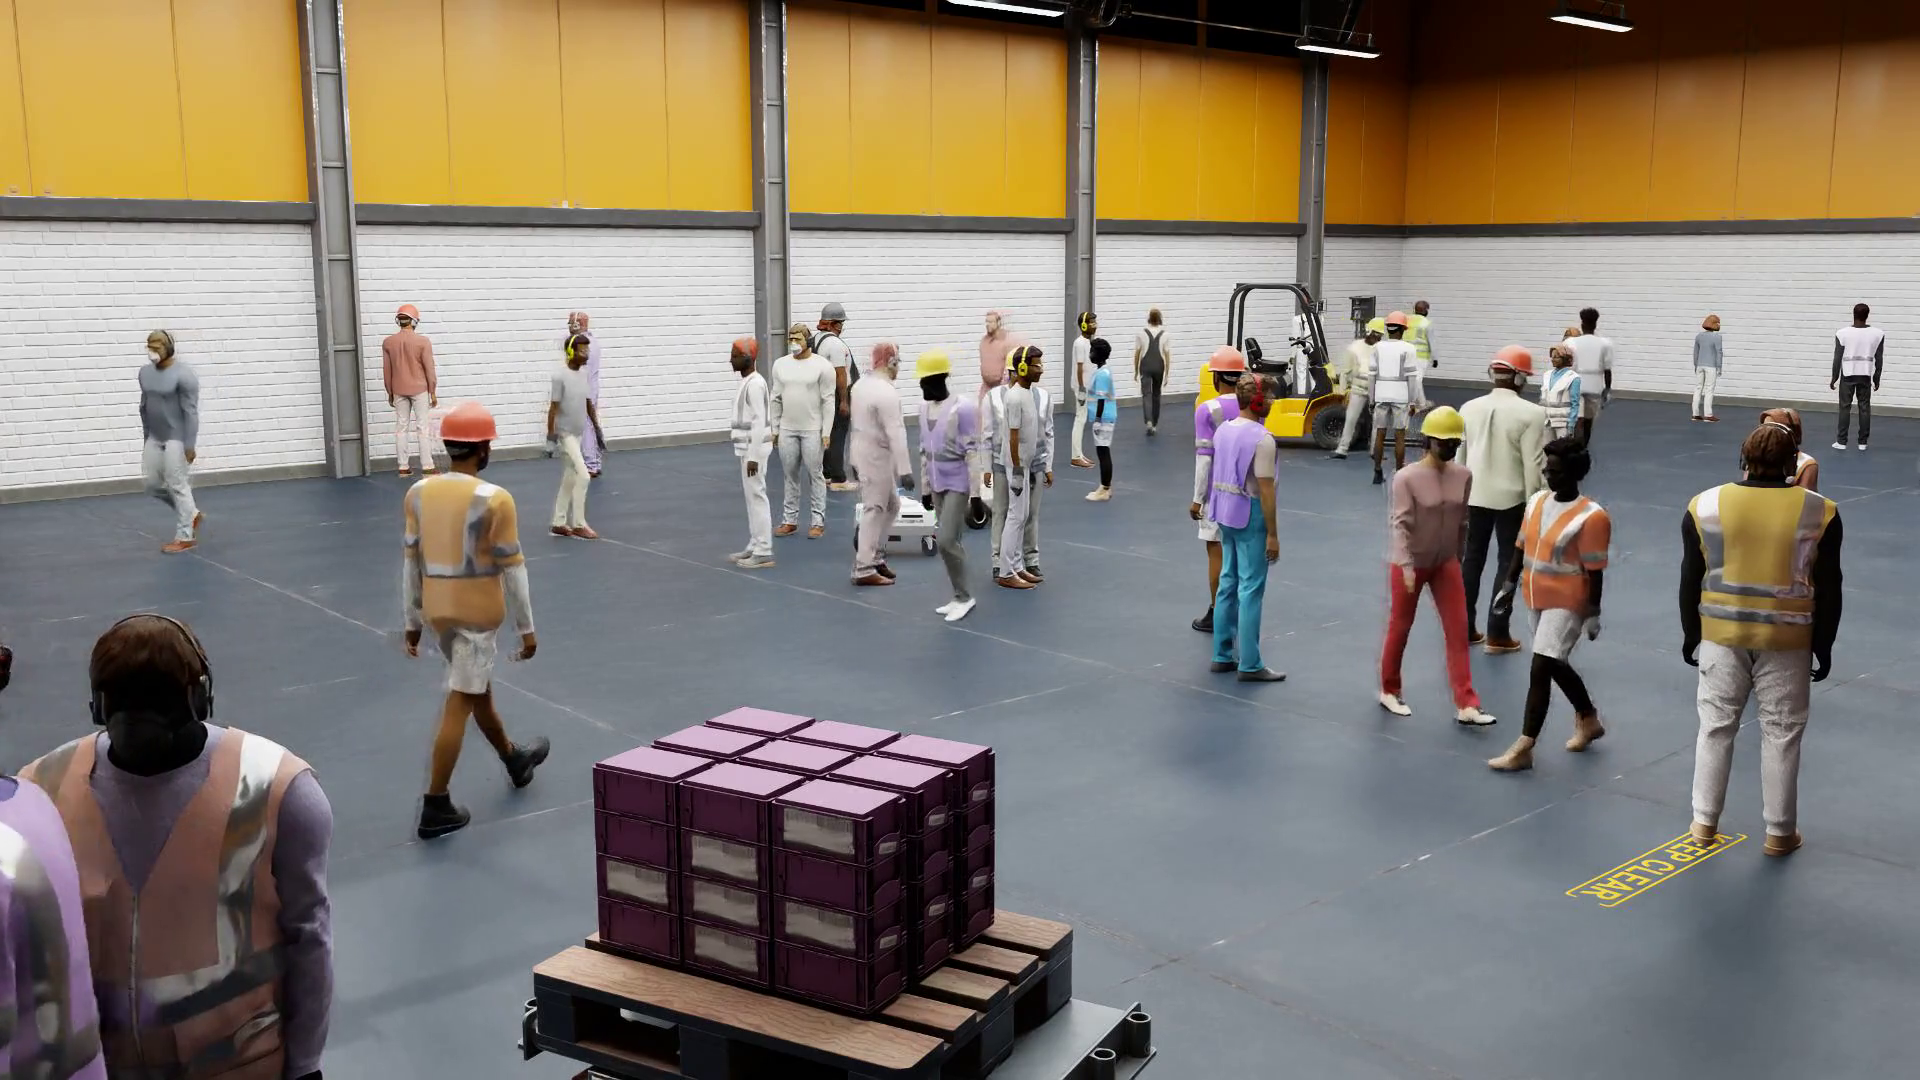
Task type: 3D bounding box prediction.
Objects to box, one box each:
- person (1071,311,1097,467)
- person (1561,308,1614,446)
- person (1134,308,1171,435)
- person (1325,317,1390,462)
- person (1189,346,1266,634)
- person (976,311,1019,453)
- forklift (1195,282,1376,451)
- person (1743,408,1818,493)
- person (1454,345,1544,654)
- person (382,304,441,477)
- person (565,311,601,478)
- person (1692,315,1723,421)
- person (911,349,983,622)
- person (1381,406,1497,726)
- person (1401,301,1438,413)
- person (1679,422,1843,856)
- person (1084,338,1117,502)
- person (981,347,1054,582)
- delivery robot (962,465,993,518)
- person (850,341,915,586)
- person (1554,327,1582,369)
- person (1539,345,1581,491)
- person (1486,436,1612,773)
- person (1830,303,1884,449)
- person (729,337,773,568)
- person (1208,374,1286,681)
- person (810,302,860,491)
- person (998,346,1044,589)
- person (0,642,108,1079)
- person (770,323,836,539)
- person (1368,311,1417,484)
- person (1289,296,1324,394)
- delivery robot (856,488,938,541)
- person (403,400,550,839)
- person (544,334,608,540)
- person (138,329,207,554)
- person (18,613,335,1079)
[{"bbox_3d":[1.504,-1.816,20.071,0.323,1.870,0.518,2,10,11],"label":"person"},{"bbox_3d":[7.389,-1.789,19.761,0.626,1.911,0.993,1,10,8],"label":"person"},{"bbox_3d":[2.749,-2.396,23.690,0.507,1.803,0.957,0,10,0],"label":"person"},{"bbox_3d":[4.915,-1.838,20.451,0.815,1.794,0.404,1,10,4],"label":"person"},{"bbox_3d":[1.777,-0.335,11.203,0.552,1.935,0.374,-5,11,-27],"label":"person"},{"bbox_3d":[0.451,-1.897,20.590,0.650,1.858,0.982,8,13,41],"label":"person"},{"bbox_3d":[4.328,-2.346,22.227,2.313,2.155,1.214,3,10,16],"label":"forklift"},{"bbox_3d":[4.877,0.025,9.969,0.311,1.638,0.522,-4,10,-21],"label":"person"},{"bbox_3d":[3.472,-0.267,10.723,0.462,1.970,0.637,-9,13,-42],"label":"person"},{"bbox_3d":[-6.283,-1.704,19.065,0.611,1.989,0.391,1,10,6],"label":"person"},{"bbox_3d":[-4.339,-1.665,19.083,0.403,1.906,0.652,0,10,1],"label":"person"},{"bbox_3d":[11.514,-2.641,25.593,0.279,1.631,0.507,-4,11,-23],"label":"person"},{"bbox_3d":[-0.090,-0.382,11.621,0.548,1.891,0.610,-7,12,-35],"label":"person"},{"bbox_3d":[2.575,0.154,8.935,0.549,1.728,0.850,-3,10,-19],"label":"person"},{"bbox_3d":[7.547,-2.976,27.053,0.874,1.803,0.643,-6,11,-30],"label":"person"},{"bbox_3d":[3.385,0.419,7.073,0.627,1.844,0.429,6,11,30],"label":"person"},{"bbox_3d":[1.465,-1.242,17.229,0.319,1.699,0.535,1,10,7],"label":"person"},{"bbox_3d":[0.455,-0.585,12.974,0.590,1.833,0.404,-2,10,-12],"label":"person"},{"bbox_3d":[0.202,-0.462,15.699,0.707,0.478,0.477,-7,12,-39],"label":"delivery robot"},{"bbox_3d":[-0.590,-0.577,12.782,0.544,1.884,0.712,-3,10,-19],"label":"person"},{"bbox_3d":[7.806,-1.908,21.301,0.280,1.634,0.498,-7,12,-37],"label":"person"},{"bbox_3d":[6.083,-1.166,16.938,0.308,1.640,0.510,-4,11,-25],"label":"person"},{"bbox_3d":[2.990,0.300,8.294,0.820,1.659,0.536,-3,10,-19],"label":"person"},{"bbox_3d":[11.771,-2.141,21.838,0.598,1.915,0.375,2,10,14],"label":"person"},{"bbox_3d":[-1.702,-0.713,13.570,0.337,1.883,0.583,-2,10,-12],"label":"person"},{"bbox_3d":[1.695,-0.065,9.961,0.385,1.846,0.602,-4,11,-24],"label":"person"},{"bbox_3d":[-1.341,-1.562,18.082,0.539,2.000,0.688,-5,11,-29],"label":"person"},{"bbox_3d":[0.475,-0.552,12.718,0.328,1.861,0.497,2,10,11],"label":"person"},{"bbox_3d":[-1.545,1.068,2.848,0.906,1.989,0.653,-5,11,-27],"label":"person"},{"bbox_3d":[-1.421,-0.978,14.964,0.631,1.940,0.372,3,10,19],"label":"person"},{"bbox_3d":[4.799,-1.565,18.434,0.543,1.928,0.372,7,12,34],"label":"person"},{"bbox_3d":[5.670,-3.045,27.227,0.572,1.883,0.353,-3,10,-17],"label":"person"},{"bbox_3d":[-0.529,-0.197,14.164,0.707,0.478,0.477,0,10,-2],"label":"delivery robot"},{"bbox_3d":[-2.158,0.318,7.504,0.571,1.885,0.997,4,11,25],"label":"person"},{"bbox_3d":[-3.466,-0.919,14.918,0.599,1.838,0.525,2,10,14],"label":"person"},{"bbox_3d":[-6.726,-0.845,14.233,0.648,1.920,0.495,5,11,25],"label":"person"},{"bbox_3d":[-1.581,1.054,3.352,0.627,1.844,0.429,-2,10,-10],"label":"person"}]
